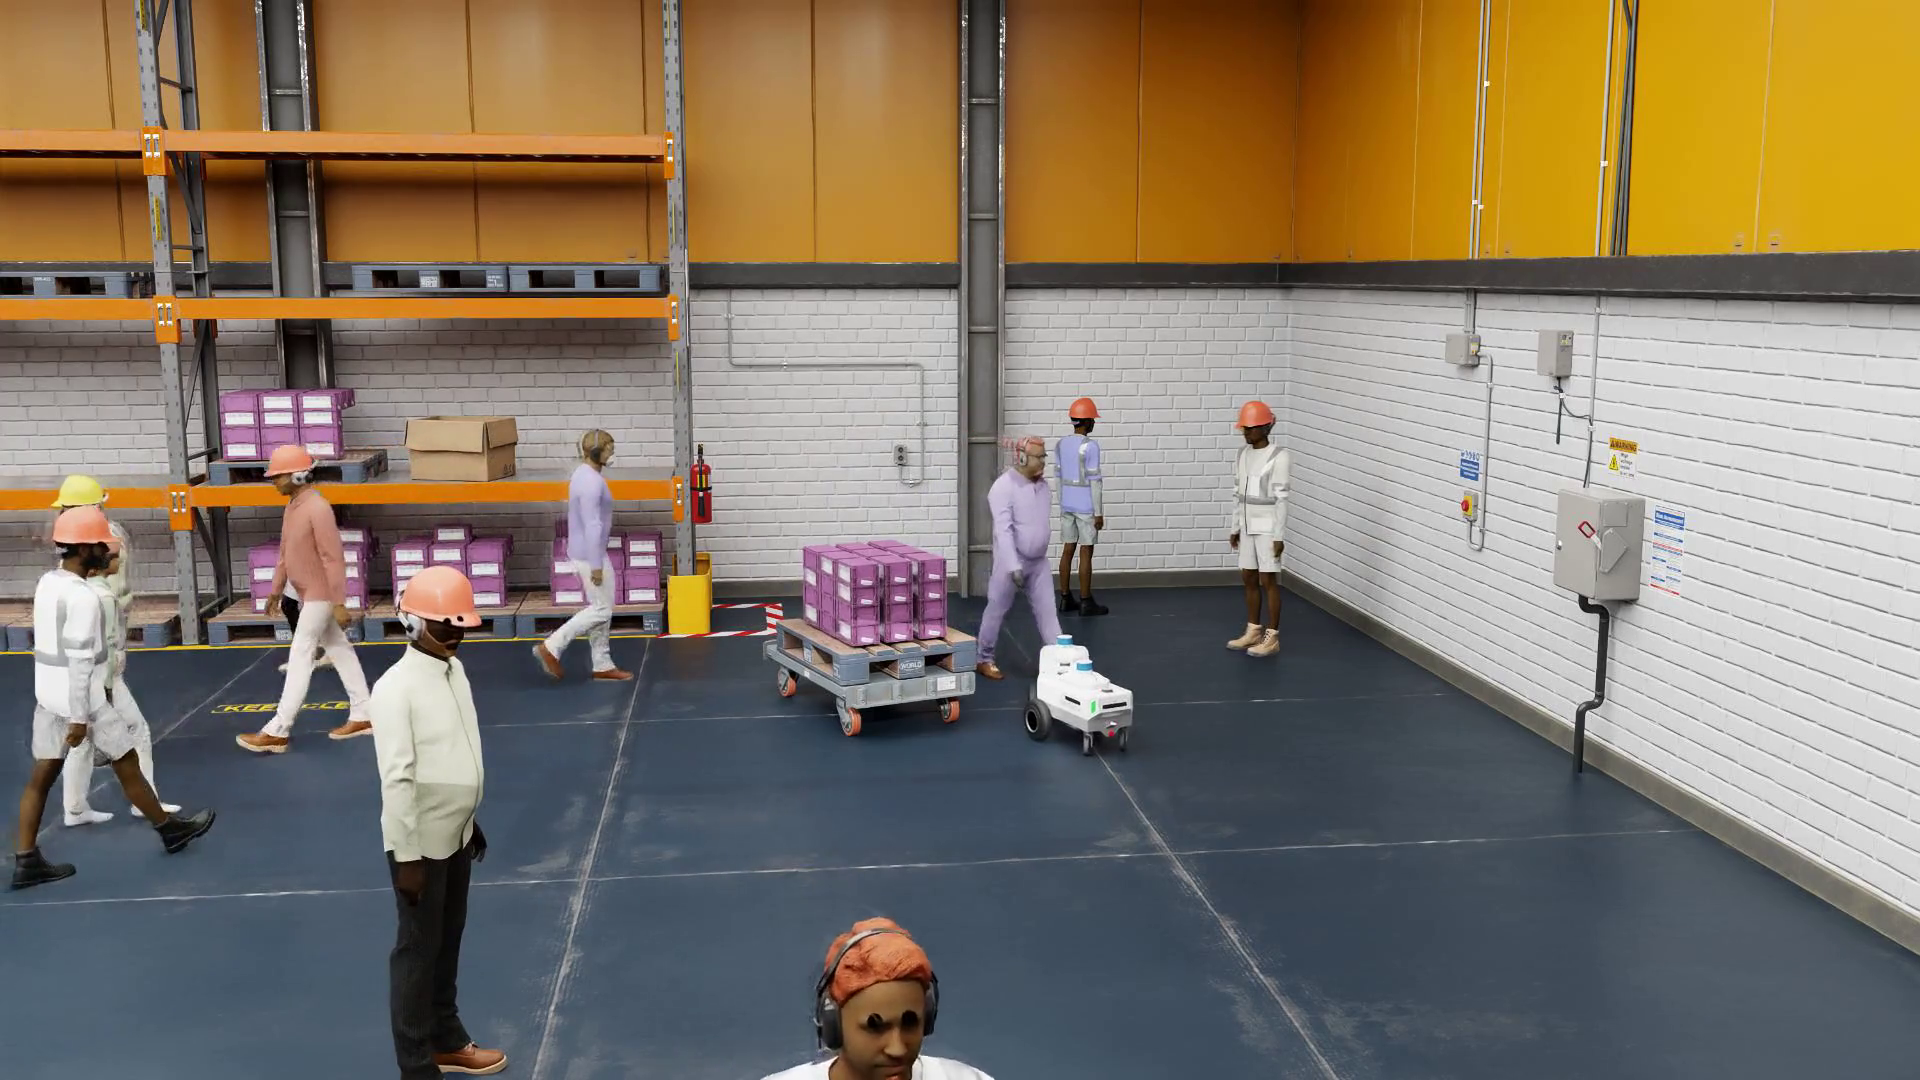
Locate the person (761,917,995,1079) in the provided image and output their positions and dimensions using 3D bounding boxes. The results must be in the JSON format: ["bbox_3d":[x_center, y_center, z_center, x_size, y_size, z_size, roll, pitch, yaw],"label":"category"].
[{"bbox_3d":[-0.197,1.602,3.253,0.575,1.849,0.918,-2,9,-13],"label":"person"}]

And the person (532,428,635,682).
[{"bbox_3d":[-2.769,0.135,12.183,0.640,1.918,0.644,-2,9,-15],"label":"person"}]

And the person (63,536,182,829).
[{"bbox_3d":[-4.656,0.766,9.154,0.535,1.612,0.671,9,13,43],"label":"person"}]

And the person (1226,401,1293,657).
[{"bbox_3d":[2.357,-0.092,13.236,0.411,2.032,0.611,-5,10,-29],"label":"person"}]

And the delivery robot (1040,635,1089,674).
[{"bbox_3d":[0.716,0.893,11.379,0.477,0.478,0.707,1,9,3],"label":"delivery robot"}]

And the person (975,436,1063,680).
[{"bbox_3d":[0.492,0.165,12.200,0.650,1.844,1.053,-8,12,-43],"label":"person"}]

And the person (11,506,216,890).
[{"bbox_3d":[-4.358,0.760,8.393,0.553,1.873,1.020,7,11,36],"label":"person"}]

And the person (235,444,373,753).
[{"bbox_3d":[-4.224,0.367,10.617,0.984,1.943,0.625,-6,11,-33],"label":"person"}]

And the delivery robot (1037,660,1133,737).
[{"bbox_3d":[0.796,1.011,10.646,0.477,0.478,0.707,-5,10,-28],"label":"delivery robot"}]

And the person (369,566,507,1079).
[{"bbox_3d":[-1.899,1.076,6.074,0.391,1.986,0.608,1,9,5],"label":"person"}]

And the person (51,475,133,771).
[{"bbox_3d":[-5.281,0.507,10.156,0.598,1.819,0.423,9,13,43],"label":"person"}]

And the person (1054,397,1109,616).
[{"bbox_3d":[1.081,-0.296,14.788,0.360,1.939,0.543,-7,12,-39],"label":"person"}]

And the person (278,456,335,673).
[{"bbox_3d":[-5.004,0.181,12.612,0.572,1.675,0.547,-2,9,-12],"label":"person"}]
